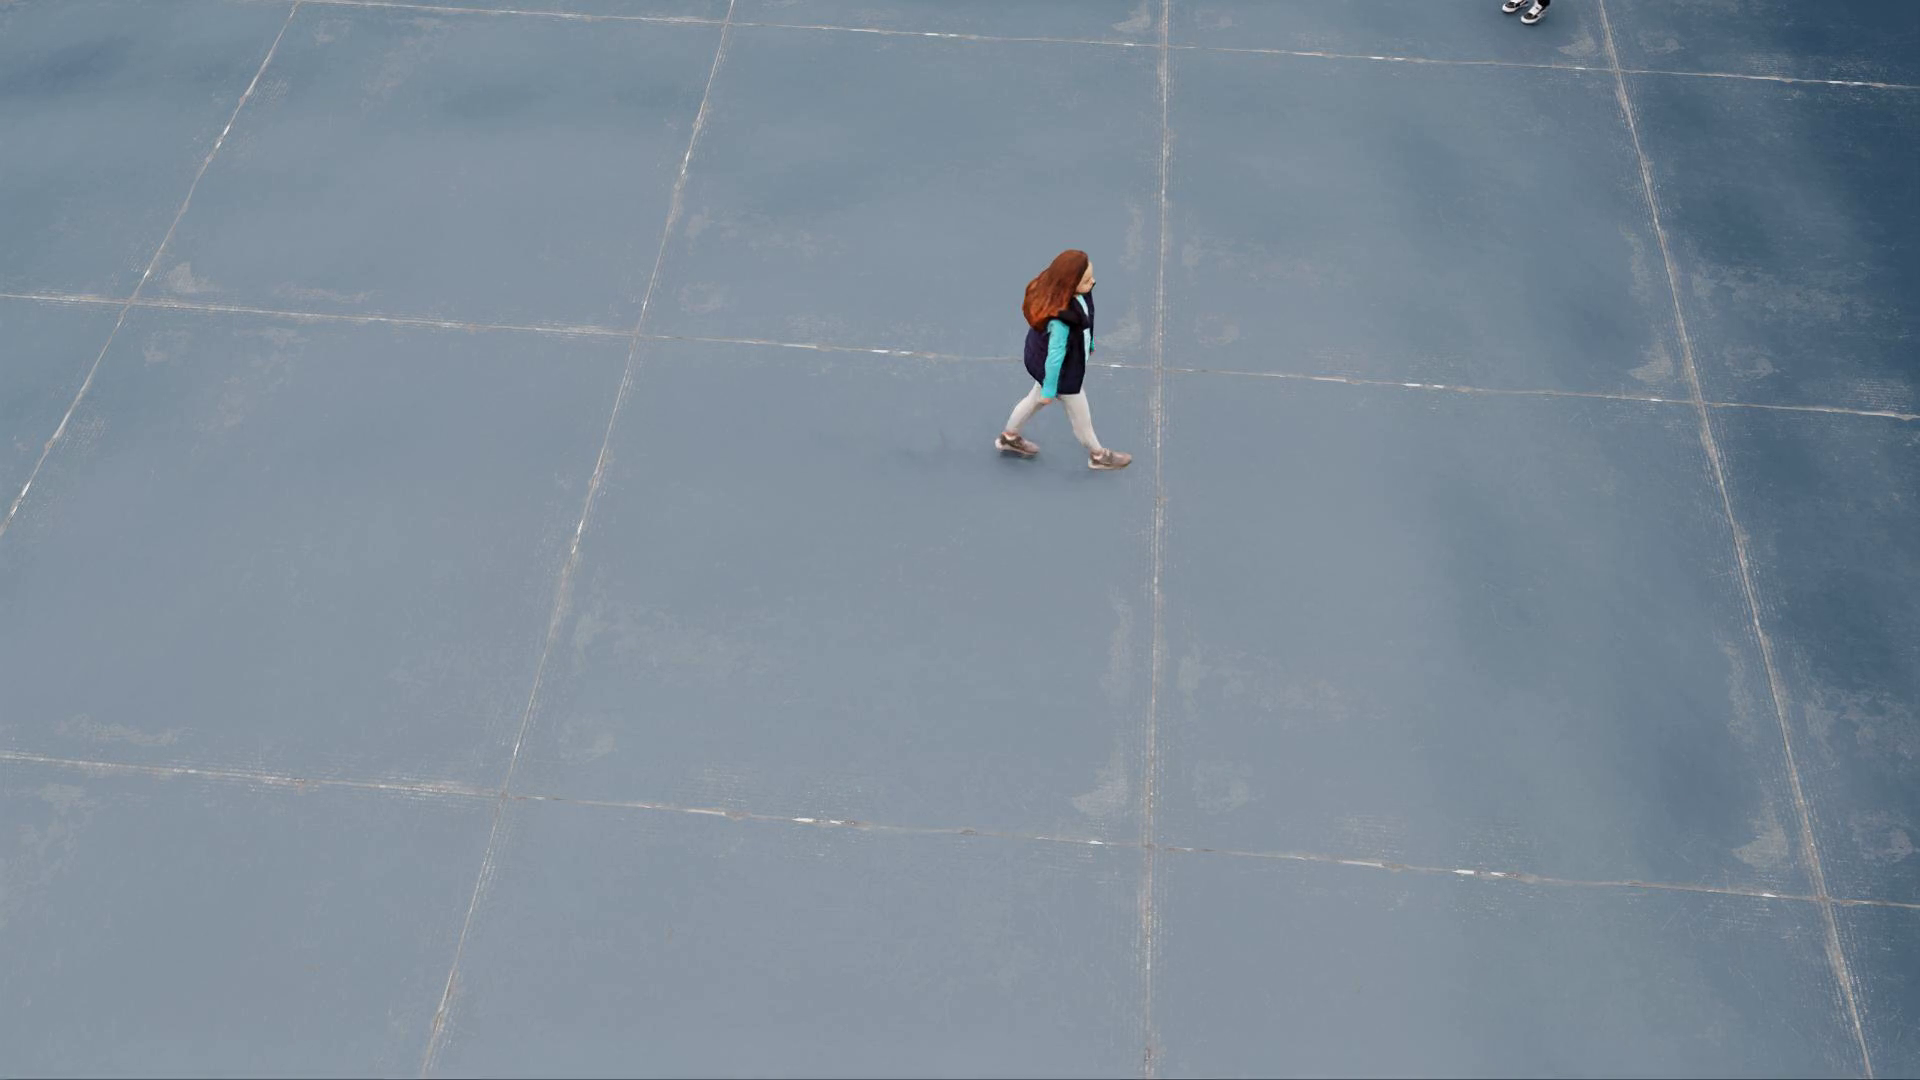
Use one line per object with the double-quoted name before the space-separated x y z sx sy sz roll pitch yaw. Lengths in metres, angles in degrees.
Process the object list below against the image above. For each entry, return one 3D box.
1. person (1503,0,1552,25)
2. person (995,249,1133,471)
"person" 3.903 -4.016 10.952 0.643 1.253 0.571 -38 61 -25
"person" 0.442 -0.894 8.403 0.966 1.460 0.612 7 53 6
